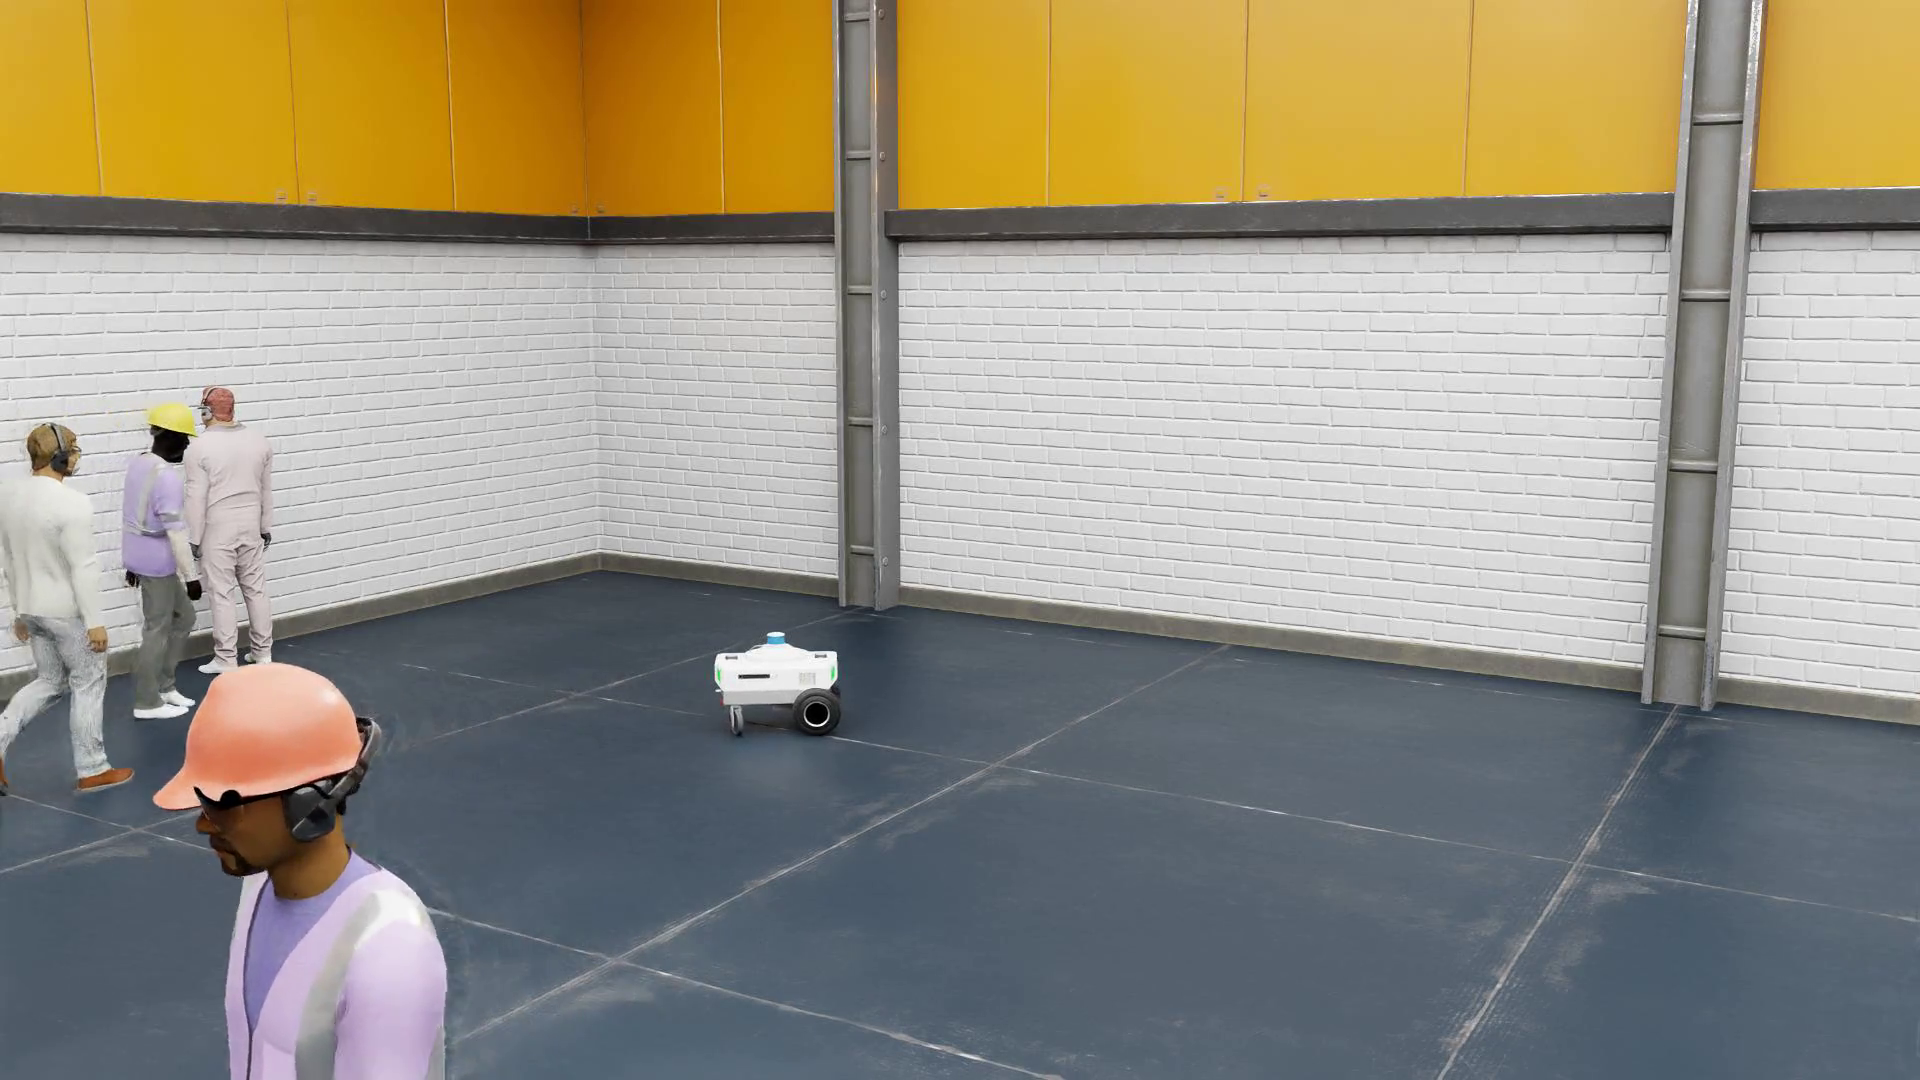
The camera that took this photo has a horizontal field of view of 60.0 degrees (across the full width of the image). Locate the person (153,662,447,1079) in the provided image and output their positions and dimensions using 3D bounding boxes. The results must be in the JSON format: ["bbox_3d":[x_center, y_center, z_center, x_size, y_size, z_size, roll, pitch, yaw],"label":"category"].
[{"bbox_3d":[-1.092,1.202,2.793,0.606,2.026,0.527,9,12,43],"label":"person"}]

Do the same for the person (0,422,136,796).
[{"bbox_3d":[-4.563,0.373,8.288,0.634,1.917,0.690,5,10,30],"label":"person"}]

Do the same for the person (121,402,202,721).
[{"bbox_3d":[-4.693,0.132,9.833,0.542,1.894,0.633,-8,12,-40],"label":"person"}]

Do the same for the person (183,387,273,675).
[{"bbox_3d":[-4.867,-0.062,11.034,0.406,1.904,0.654,5,10,28],"label":"person"}]

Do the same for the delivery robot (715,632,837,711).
[{"bbox_3d":[-1.069,0.781,9.677,0.707,0.478,0.477,-1,9,-4],"label":"delivery robot"}]
